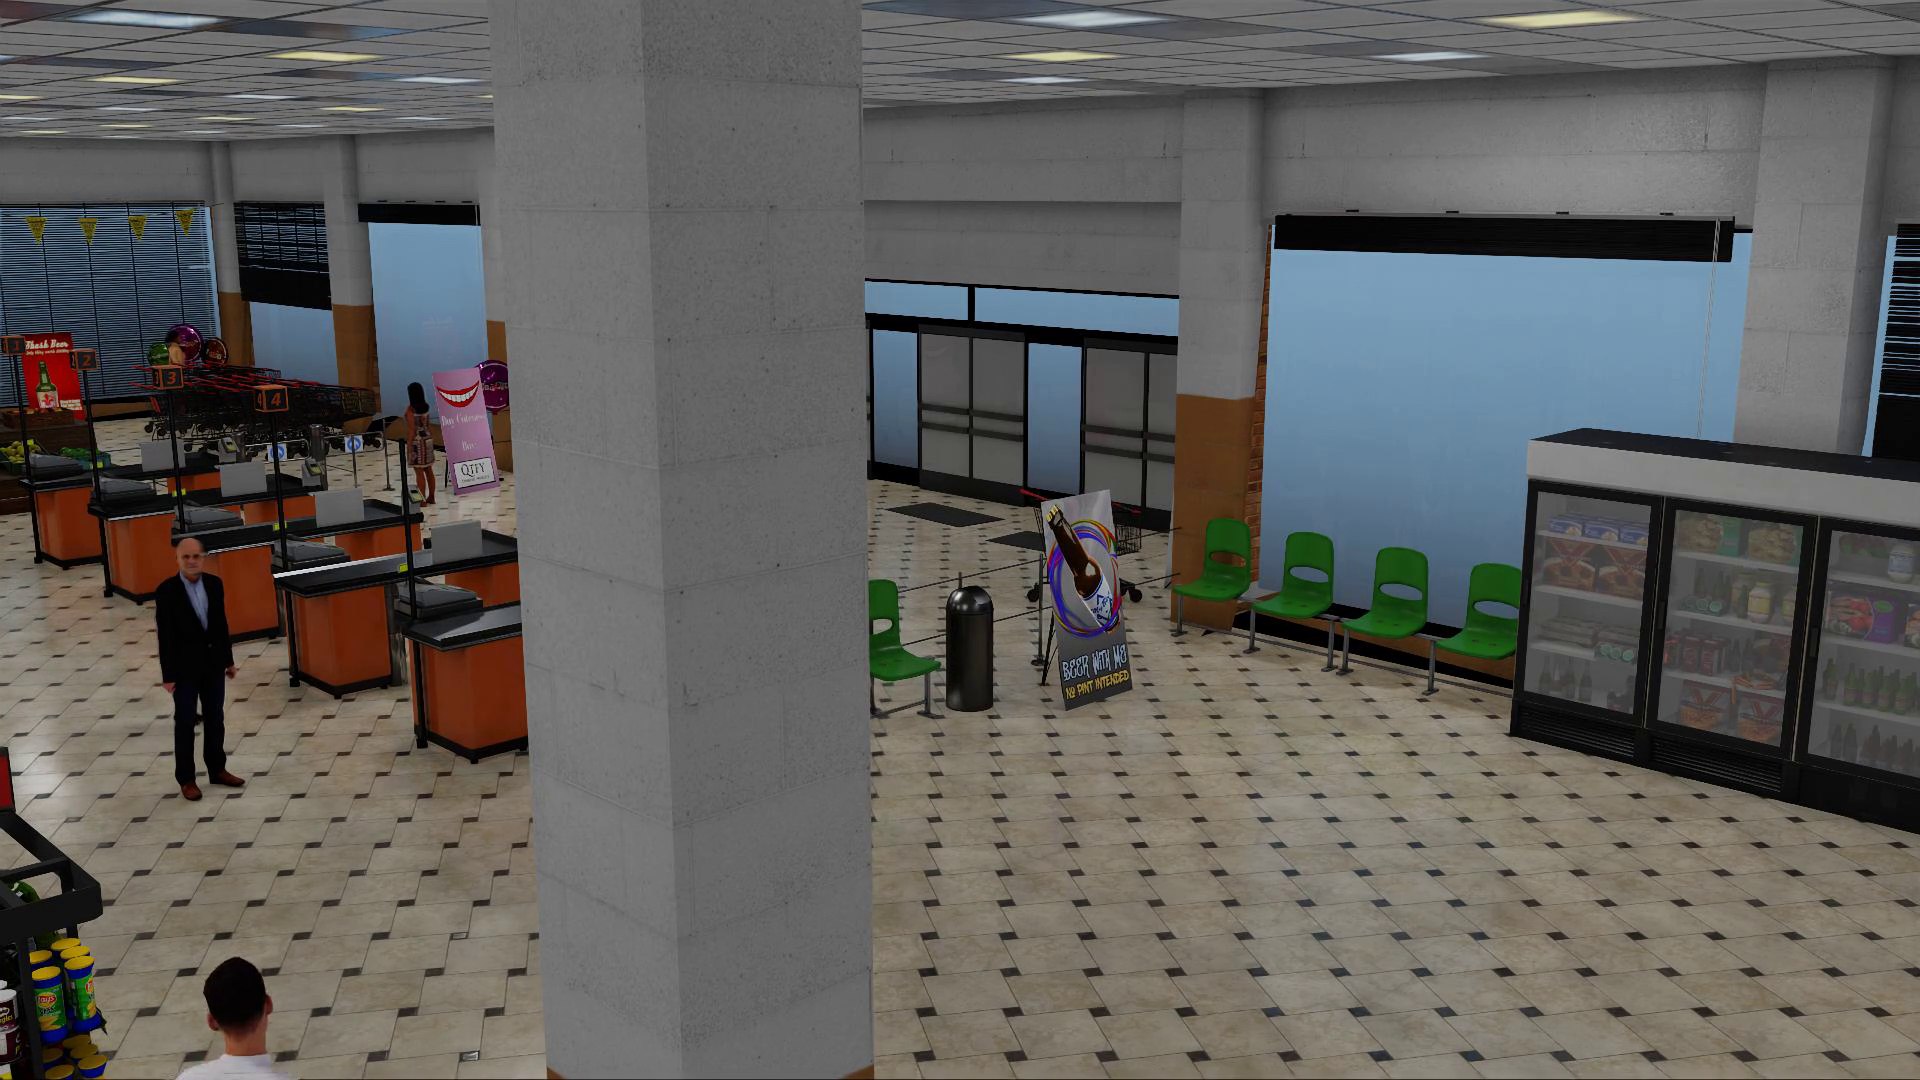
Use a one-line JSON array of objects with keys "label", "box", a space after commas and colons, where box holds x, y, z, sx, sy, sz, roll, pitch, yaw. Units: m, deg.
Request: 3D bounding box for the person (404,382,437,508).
[{"label": "person", "box": [-7.140, -1.270, 21.990, 0.786, 1.645, 0.637, 4, 13, 19]}]

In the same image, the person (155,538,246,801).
[{"label": "person", "box": [-5.273, 0.862, 11.498, 0.768, 1.797, 0.563, 8, 14, 34]}]

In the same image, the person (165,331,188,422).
[{"label": "person", "box": [-14.012, -2.921, 29.810, 0.587, 1.654, 0.561, 10, 15, 39]}]

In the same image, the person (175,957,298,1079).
[{"label": "person", "box": [-2.178, 2.198, 5.012, 0.829, 1.856, 0.868, 4, 12, 17]}]
